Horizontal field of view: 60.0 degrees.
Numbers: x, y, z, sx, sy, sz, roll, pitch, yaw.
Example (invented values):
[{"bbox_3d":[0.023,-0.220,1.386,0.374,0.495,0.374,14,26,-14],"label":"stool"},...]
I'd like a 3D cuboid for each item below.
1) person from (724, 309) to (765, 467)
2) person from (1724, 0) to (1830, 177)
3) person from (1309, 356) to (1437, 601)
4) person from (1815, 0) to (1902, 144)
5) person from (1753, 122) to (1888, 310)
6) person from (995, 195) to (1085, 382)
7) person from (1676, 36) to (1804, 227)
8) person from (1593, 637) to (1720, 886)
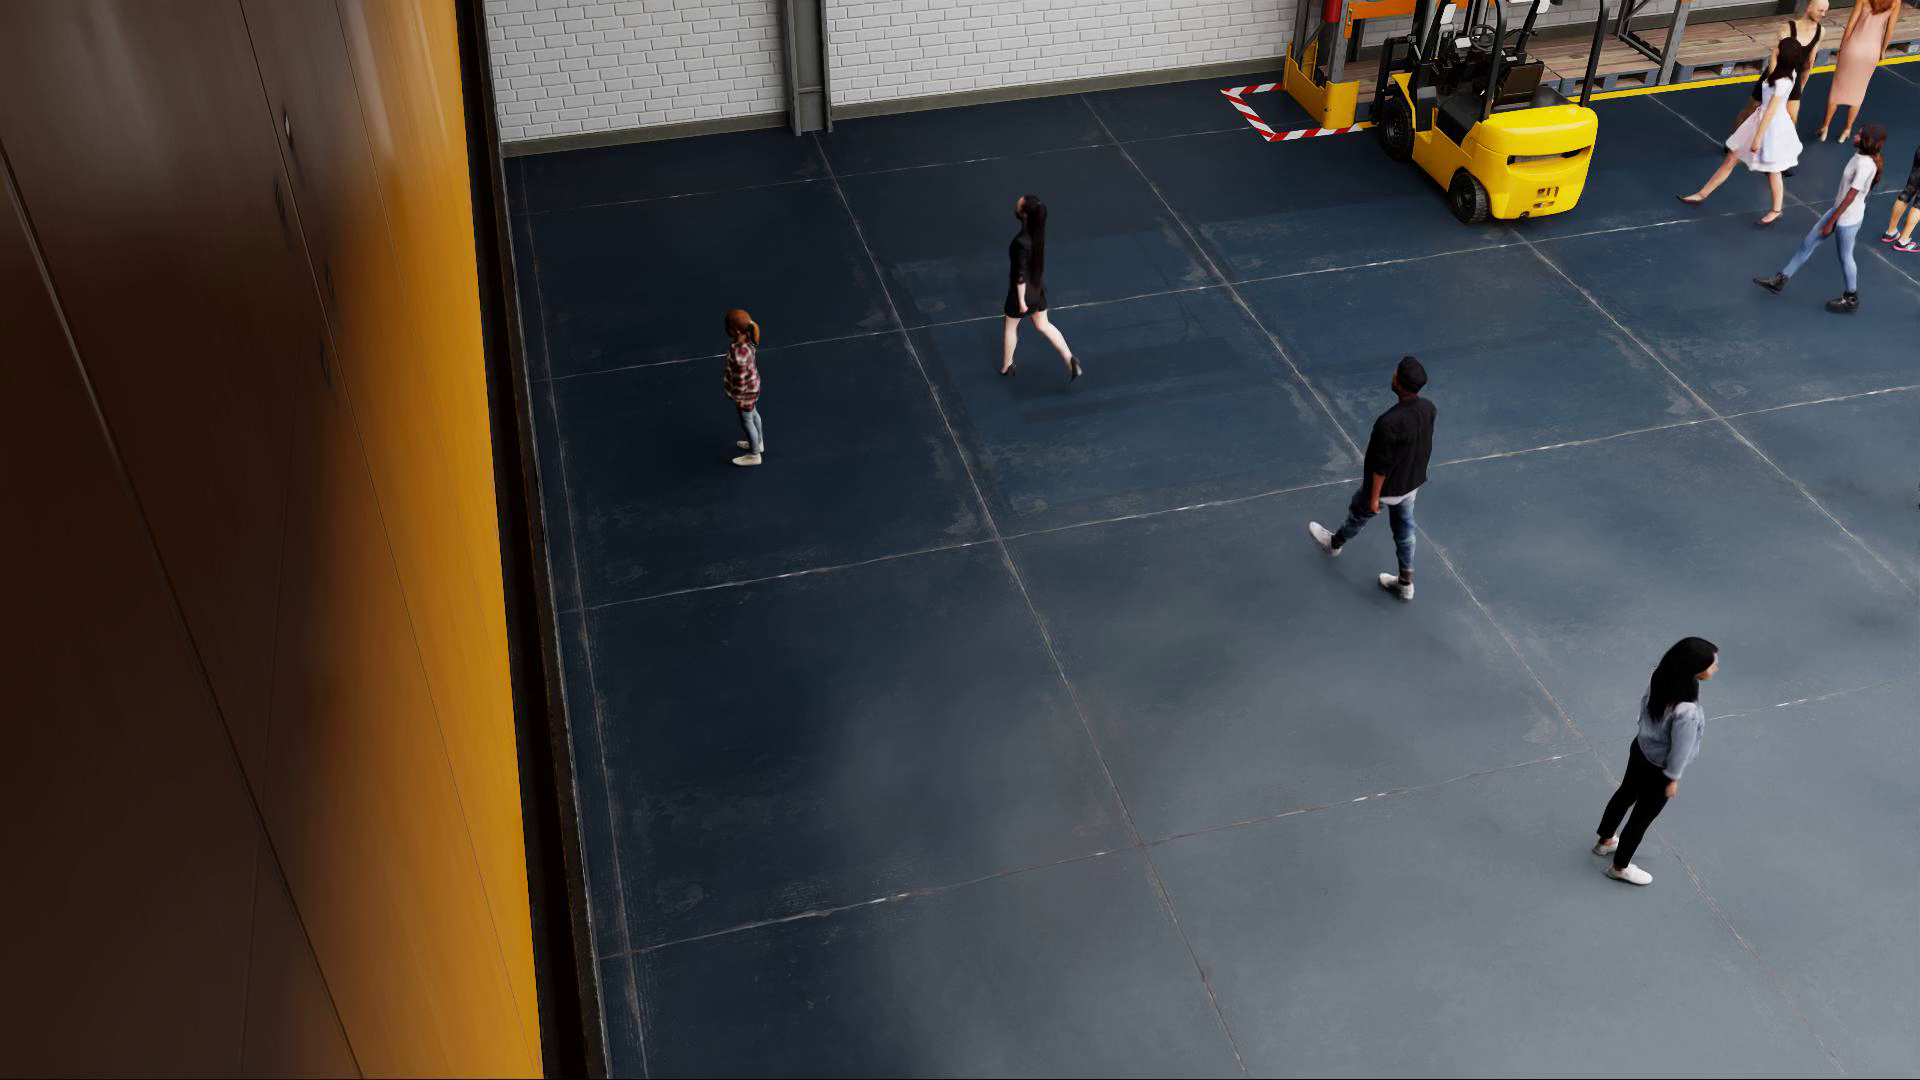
[{"bbox_3d":[-1.607,-1.152,12.466,0.601,1.305,0.593,3,39,3],"label":"person"},{"bbox_3d":[7.981,-4.501,16.302,1.058,1.752,0.871,0,39,0],"label":"person"},{"bbox_3d":[2.957,-0.359,11.099,1.160,1.772,1.018,-24,44,-27],"label":"person"},{"bbox_3d":[9.060,-4.895,16.732,0.629,1.832,0.727,13,40,15],"label":"person"},{"bbox_3d":[7.573,-2.693,14.099,1.189,1.676,1.001,11,40,14],"label":"person"},{"bbox_3d":[0.623,-1.943,13.162,1.053,1.672,1.011,21,43,24],"label":"person"},{"bbox_3d":[7.499,-3.673,15.267,1.267,1.750,1.091,11,40,14],"label":"person"},{"bbox_3d":[3.847,1.205,9.189,0.607,1.711,0.644,-2,39,-2],"label":"person"}]
